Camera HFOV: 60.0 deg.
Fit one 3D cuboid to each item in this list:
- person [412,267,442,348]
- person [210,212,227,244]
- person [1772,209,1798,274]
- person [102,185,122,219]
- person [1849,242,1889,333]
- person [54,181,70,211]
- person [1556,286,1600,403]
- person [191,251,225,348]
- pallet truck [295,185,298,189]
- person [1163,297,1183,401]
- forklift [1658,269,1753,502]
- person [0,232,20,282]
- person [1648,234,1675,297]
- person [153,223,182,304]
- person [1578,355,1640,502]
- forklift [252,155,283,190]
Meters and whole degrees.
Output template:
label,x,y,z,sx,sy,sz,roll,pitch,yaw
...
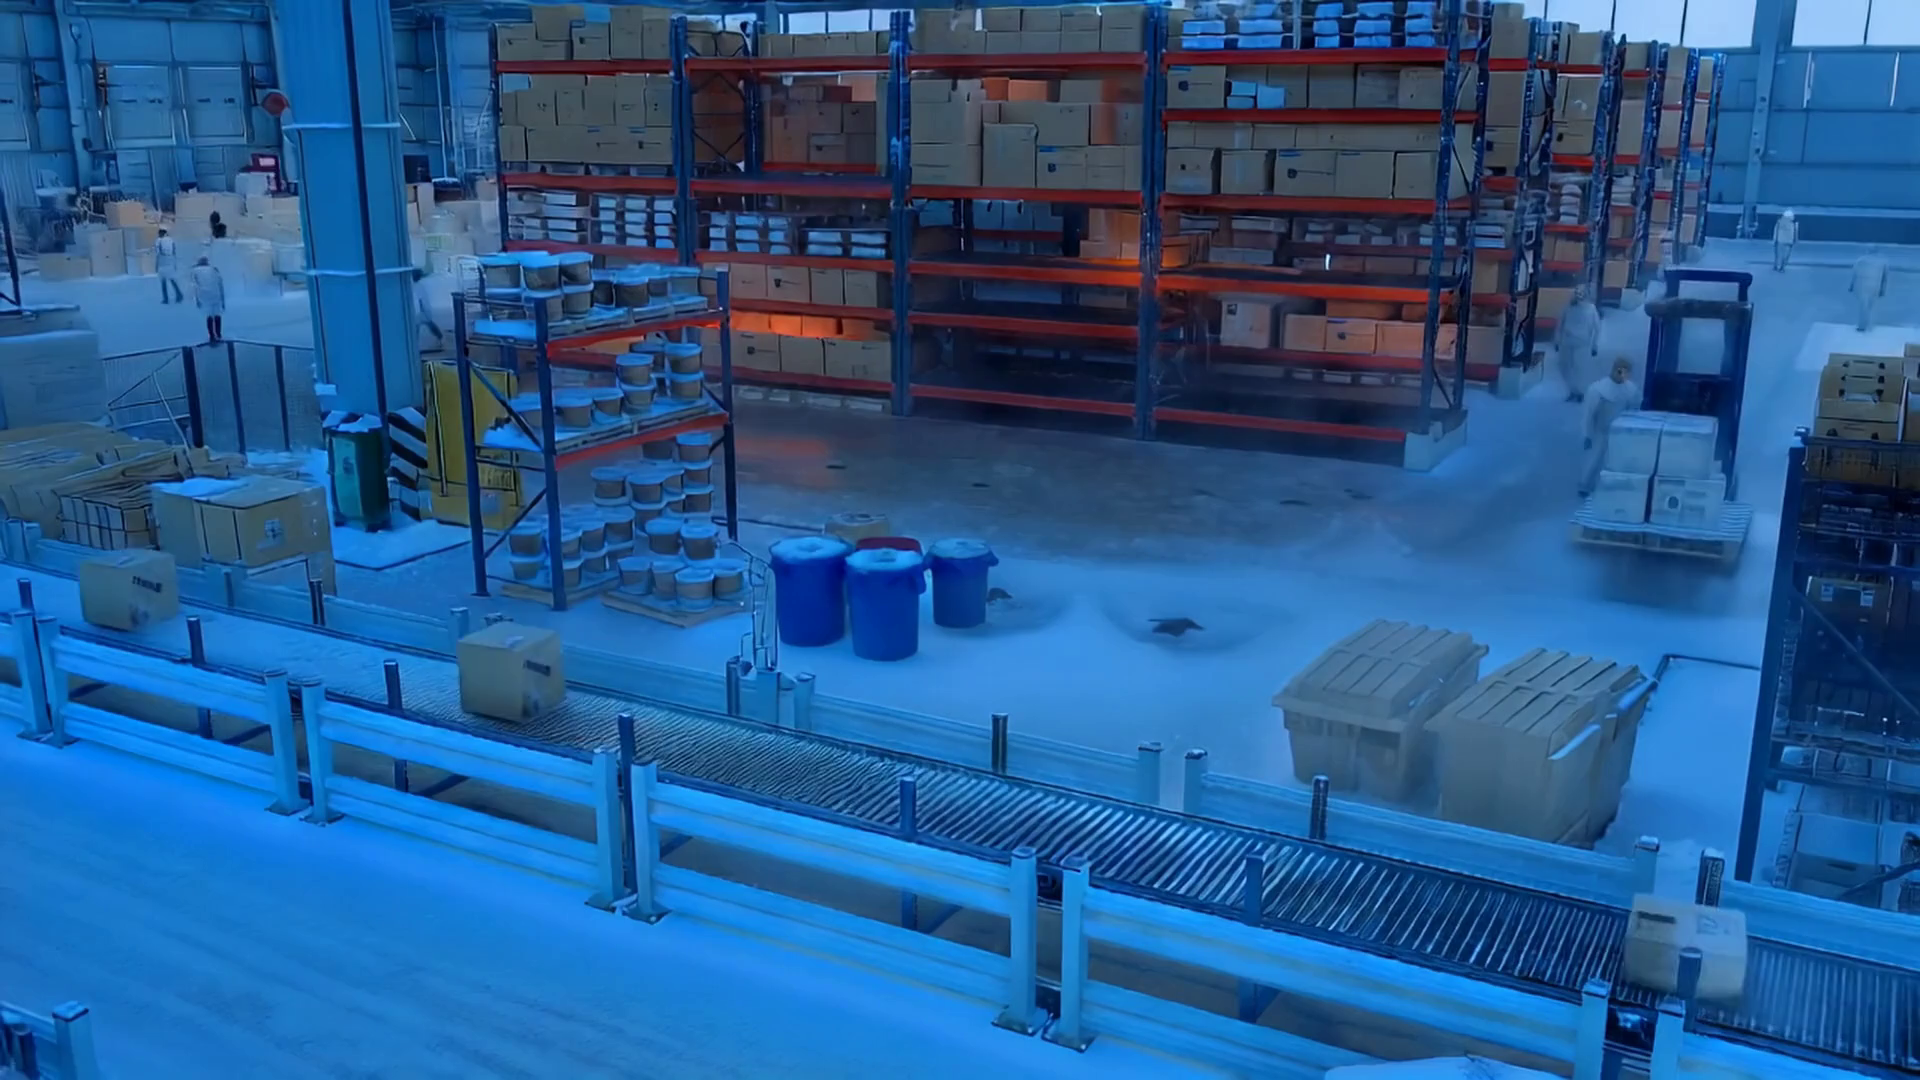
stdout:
label,x,y,z,sx,sy,sz,roll,pitch,yaw
person,-10.423,-4.467,32.247,0.890,1.650,0.546,-1,15,-2
person,-19.427,-7.649,43.727,0.405,1.907,0.590,2,15,8
person,23.224,-8.416,46.816,0.631,1.794,0.954,9,17,31
person,-29.104,-11.242,57.195,0.661,1.920,0.581,-9,17,-29
person,19.083,-5.311,34.984,0.649,1.886,0.593,1,15,3
person,-31.888,-11.758,59.115,0.374,1.936,0.627,3,15,11
person,9.988,-3.170,26.917,0.744,1.883,0.429,13,20,41
person,-14.797,-4.743,32.820,0.587,1.896,0.465,-2,15,-6
pallet truck,-26.804,-14.617,69.738,1.885,1.965,0.823,-14,20,-42
person,3.455,-3.111,27.063,0.317,1.695,0.540,-3,15,-10
forklift,8.863,-1.839,20.014,1.129,2.768,1.873,8,17,28
person,-24.837,-7.405,42.975,0.801,1.821,0.522,-3,15,-10
person,17.295,-6.689,40.732,0.540,1.578,0.867,-6,16,-22
person,-18.928,-6.589,39.733,0.625,1.909,0.555,10,18,33
person,7.685,-1.277,19.775,0.646,1.908,0.905,-1,15,-3
forklift,-24.902,-12.492,60.060,1.873,2.768,1.129,13,20,40
